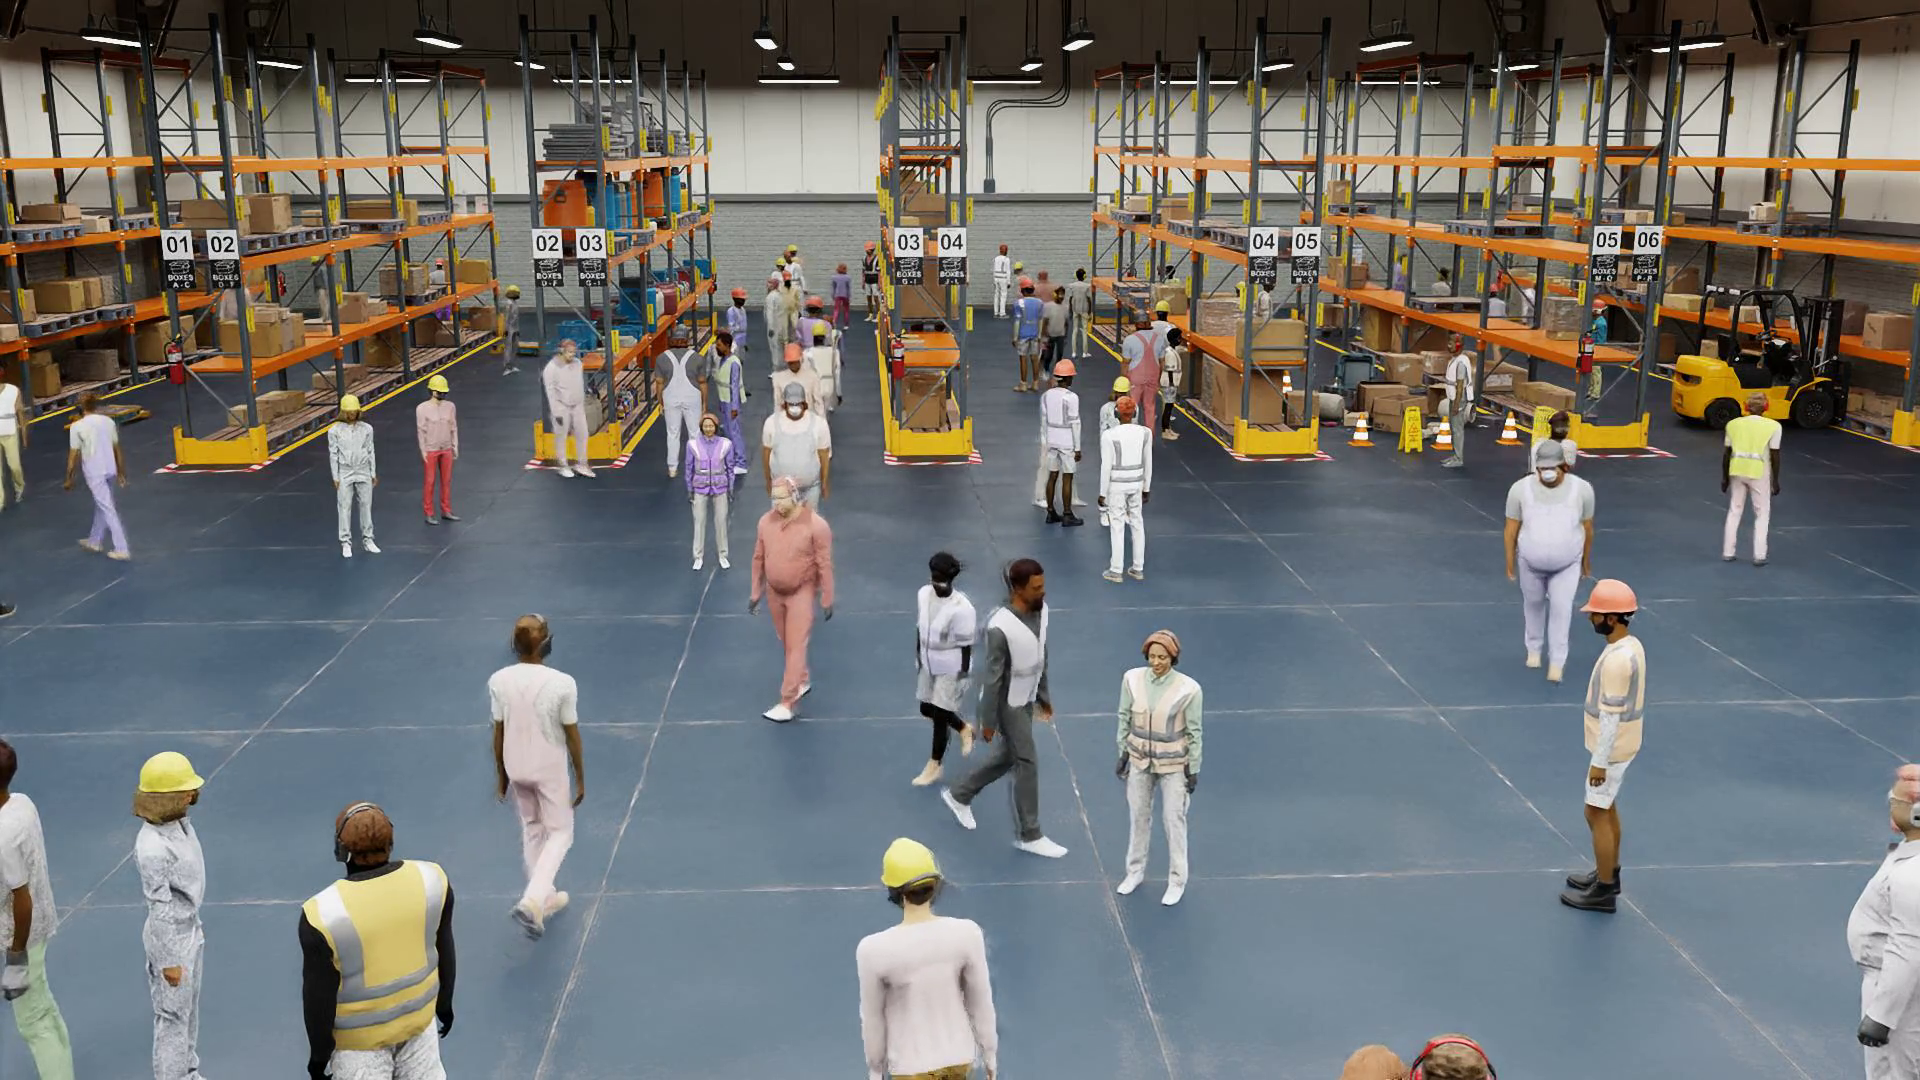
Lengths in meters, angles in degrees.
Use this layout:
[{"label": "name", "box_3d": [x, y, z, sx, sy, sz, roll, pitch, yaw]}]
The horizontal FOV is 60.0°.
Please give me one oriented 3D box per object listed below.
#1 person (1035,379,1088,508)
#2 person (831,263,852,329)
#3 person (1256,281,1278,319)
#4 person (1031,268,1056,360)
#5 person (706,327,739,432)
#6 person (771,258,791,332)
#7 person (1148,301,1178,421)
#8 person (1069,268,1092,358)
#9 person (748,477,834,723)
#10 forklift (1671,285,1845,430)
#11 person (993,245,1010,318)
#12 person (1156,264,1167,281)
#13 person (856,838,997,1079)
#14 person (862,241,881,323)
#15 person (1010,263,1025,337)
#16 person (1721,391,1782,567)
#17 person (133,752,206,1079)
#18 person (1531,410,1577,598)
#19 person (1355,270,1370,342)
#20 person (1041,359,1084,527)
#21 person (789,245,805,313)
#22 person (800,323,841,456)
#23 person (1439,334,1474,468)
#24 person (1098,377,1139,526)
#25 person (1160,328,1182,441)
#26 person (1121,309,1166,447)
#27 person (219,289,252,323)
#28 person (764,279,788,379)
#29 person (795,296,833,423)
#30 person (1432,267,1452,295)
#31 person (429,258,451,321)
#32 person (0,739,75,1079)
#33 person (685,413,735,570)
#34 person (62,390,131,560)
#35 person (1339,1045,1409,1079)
[{"label": "person", "box_3d": [1.241, -1.166, 20.125, 0.736, 1.610, 0.509, 7, 15, 26]}, {"label": "person", "box_3d": [-2.848, -5.849, 39.985, 0.513, 1.606, 0.678, 3, 14, 11]}, {"label": "person", "box_3d": [5.738, -3.999, 31.238, 0.412, 2.036, 0.606, 1, 13, 5]}, {"label": "person", "box_3d": [1.689, -4.620, 34.163, 0.639, 1.889, 0.735, -3, 14, -13]}, {"label": "person", "box_3d": [-3.683, -2.463, 25.641, 0.552, 1.596, 0.828, 4, 14, 15]}, {"label": "person", "box_3d": [-4.239, -5.810, 39.496, 0.523, 1.758, 0.346, -13, 18, -43]}, {"label": "person", "box_3d": [3.220, -2.864, 26.640, 0.587, 1.929, 0.360, 8, 16, 31]}, {"label": "person", "box_3d": [2.522, -4.748, 34.748, 0.508, 1.872, 0.329, 5, 14, 20]}, {"label": "person", "box_3d": [-1.346, 0.438, 12.835, 0.669, 1.843, 0.966, 7, 15, 28]}, {"label": "forklift", "box_3d": [12.503, -2.886, 26.166, 2.313, 2.155, 1.214, -1, 13, -3]}, {"label": "person", "box_3d": [1.076, -6.639, 42.764, 0.365, 1.875, 0.578, -11, 17, -39]}, {"label": "person", "box_3d": [4.753, -5.688, 39.254, 0.272, 1.627, 0.502, -1, 13, -4]}, {"label": "person", "box_3d": [-0.096, 2.021, 6.449, 0.518, 1.697, 0.928, -7, 15, -28]}, {"label": "person", "box_3d": [-2.227, -6.460, 41.671, 0.609, 2.031, 0.409, 10, 17, 36]}, {"label": "person", "box_3d": [1.364, -5.476, 38.127, 0.584, 1.737, 0.538, 5, 14, 19]}, {"label": "person", "box_3d": [8.284, -0.644, 17.462, 0.413, 1.824, 0.578, -12, 18, -41]}, {"label": "person", "box_3d": [-3.463, 1.770, 7.408, 0.322, 1.742, 0.493, -3, 14, -13]}, {"label": "person", "box_3d": [5.758, -0.348, 16.152, 0.556, 1.851, 0.399, -3, 14, -13]}, {"label": "person", "box_3d": [9.053, -5.219, 37.273, 0.361, 1.628, 0.530, 2, 13, 8]}, {"label": "person", "box_3d": [1.193, -1.121, 19.238, 0.544, 1.939, 0.354, 13, 18, 43]}, {"label": "person", "box_3d": [-4.282, -6.598, 42.559, 0.603, 1.876, 0.938, -8, 15, -31]}, {"label": "person", "box_3d": [-2.001, -2.139, 23.690, 0.601, 1.880, 0.974, -7, 15, -27]}, {"label": "person", "box_3d": [6.820, -1.904, 22.783, 0.390, 1.837, 0.560, 2, 13, 7]}, {"label": "person", "box_3d": [1.850, -1.031, 19.277, 0.487, 1.740, 0.312, -4, 14, -18]}, {"label": "person", "box_3d": [3.158, -2.337, 24.928, 0.319, 1.689, 0.539, 2, 13, 9]}, {"label": "person", "box_3d": [2.629, -2.362, 24.275, 0.686, 2.000, 0.535, -6, 14, -22]}, {"label": "person", "box_3d": [-14.313, -4.347, 32.908, 0.626, 1.941, 1.043, 3, 14, 13]}, {"label": "person", "box_3d": [-3.561, -4.034, 31.745, 0.414, 1.867, 0.807, 5, 14, 19]}, {"label": "person", "box_3d": [-2.295, -2.845, 26.341, 0.627, 2.044, 0.401, 4, 14, 15]}, {"label": "person", "box_3d": [10.133, -4.812, 35.055, 0.524, 1.853, 0.494, -1, 13, -3]}, {"label": "person", "box_3d": [-12.302, -5.806, 39.475, 0.565, 1.752, 0.338, -4, 14, -16]}, {"label": "person", "box_3d": [-4.106, 1.745, 7.246, 0.310, 1.868, 0.534, -6, 15, -24]}, {"label": "person", "box_3d": [-2.591, -0.506, 17.265, 0.512, 1.642, 0.311, -3, 14, -11]}, {"label": "person", "box_3d": [-9.236, -0.687, 17.669, 0.899, 1.802, 0.526, 5, 14, 19]}, {"label": "person", "box_3d": [1.206, 2.360, 5.177, 0.334, 1.626, 0.648, 3, 14, 13]}]
